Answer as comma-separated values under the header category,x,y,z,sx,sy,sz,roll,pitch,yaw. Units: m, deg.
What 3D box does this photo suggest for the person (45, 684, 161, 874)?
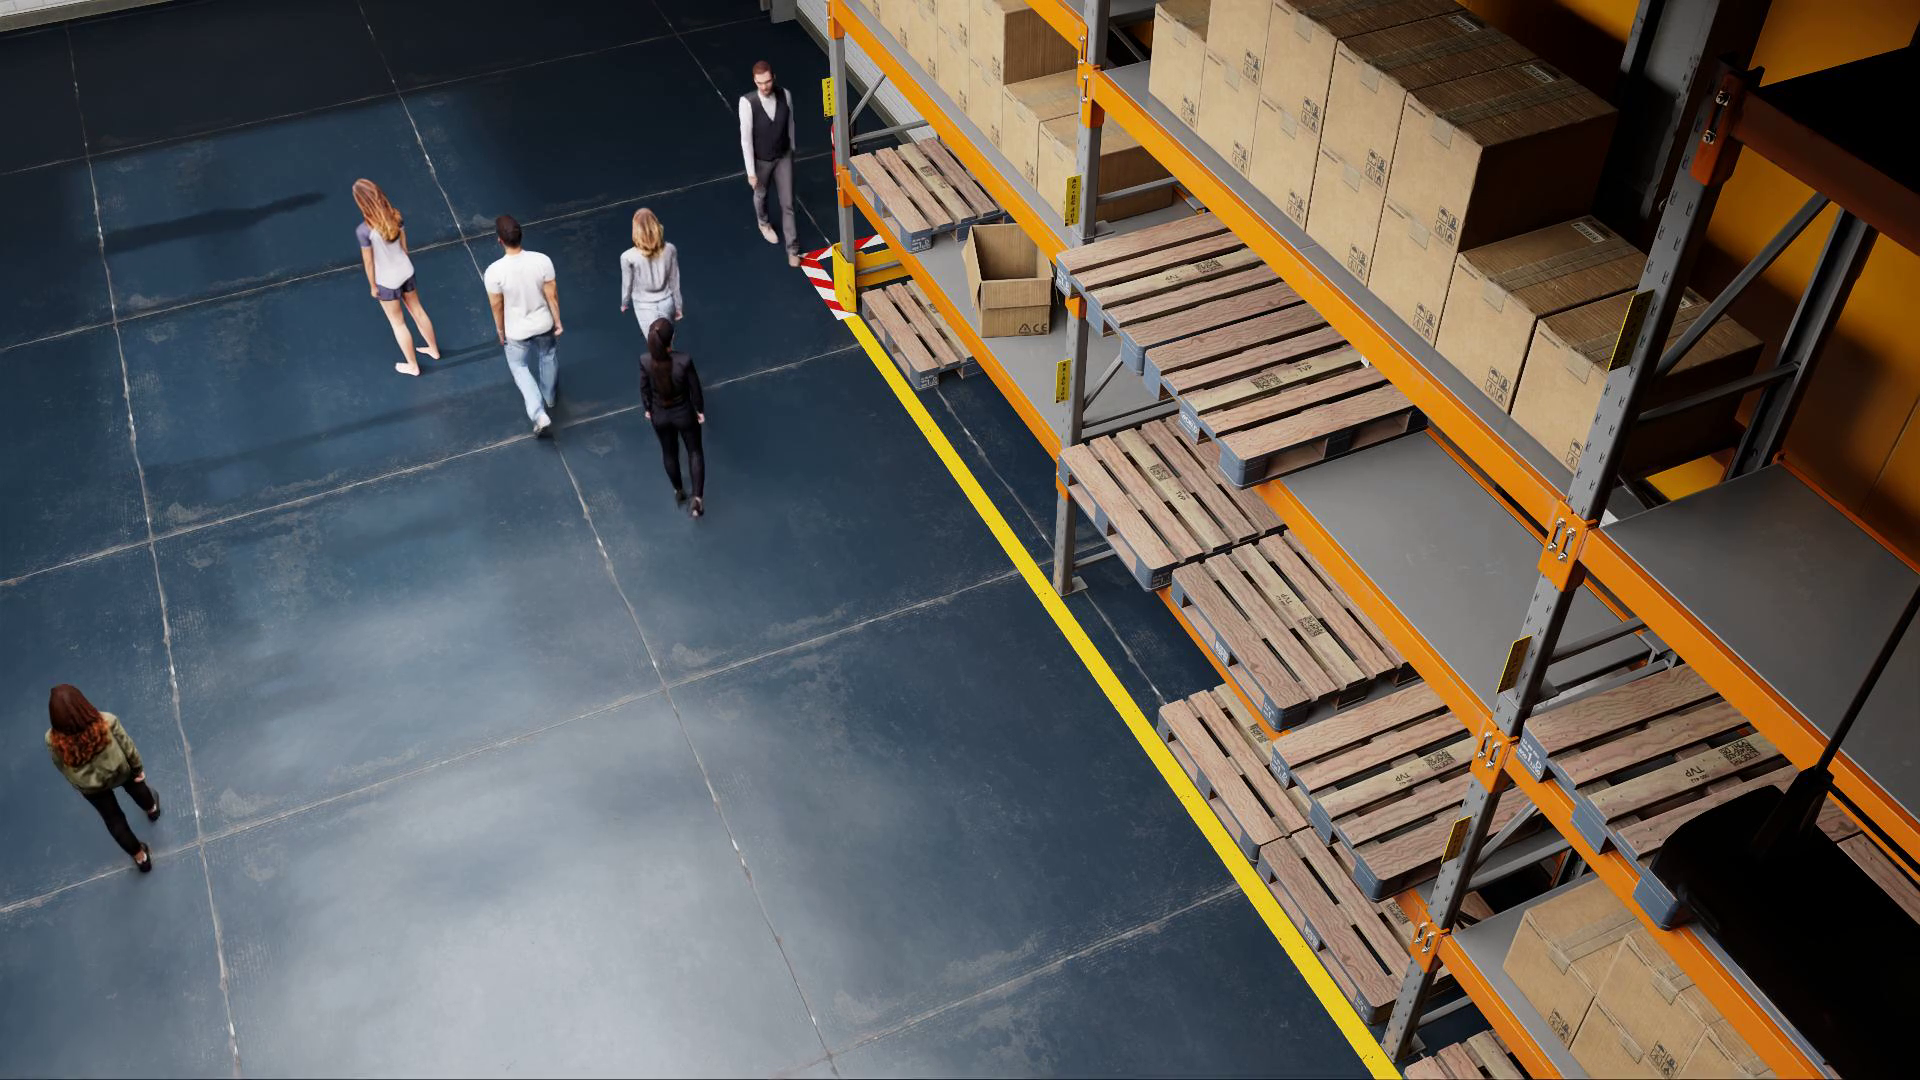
category,x,y,z,sx,sy,sz,roll,pitch,yaw
person,-4.998,1.429,9.738,0.634,1.456,0.836,-23,48,-22

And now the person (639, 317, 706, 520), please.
category,x,y,z,sx,sy,sz,roll,pitch,yaw
person,-2.055,-0.872,11.968,0.710,1.711,0.747,1,44,1

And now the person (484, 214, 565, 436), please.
category,x,y,z,sx,sy,sz,roll,pitch,yaw
person,-3.277,-1.619,12.658,0.685,1.843,0.995,-19,47,-19

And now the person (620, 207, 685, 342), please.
category,x,y,z,sx,sy,sz,roll,pitch,yaw
person,-2.315,-1.692,12.801,0.656,1.751,1.165,-20,47,-20

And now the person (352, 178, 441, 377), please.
category,x,y,z,sx,sy,sz,roll,pitch,yaw
person,-4.498,-2.092,13.239,0.712,1.726,0.679,21,48,21

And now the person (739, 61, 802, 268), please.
category,x,y,z,sx,sy,sz,roll,pitch,yaw
person,-1.671,-3.381,14.463,0.701,1.904,1.105,-20,47,-20
